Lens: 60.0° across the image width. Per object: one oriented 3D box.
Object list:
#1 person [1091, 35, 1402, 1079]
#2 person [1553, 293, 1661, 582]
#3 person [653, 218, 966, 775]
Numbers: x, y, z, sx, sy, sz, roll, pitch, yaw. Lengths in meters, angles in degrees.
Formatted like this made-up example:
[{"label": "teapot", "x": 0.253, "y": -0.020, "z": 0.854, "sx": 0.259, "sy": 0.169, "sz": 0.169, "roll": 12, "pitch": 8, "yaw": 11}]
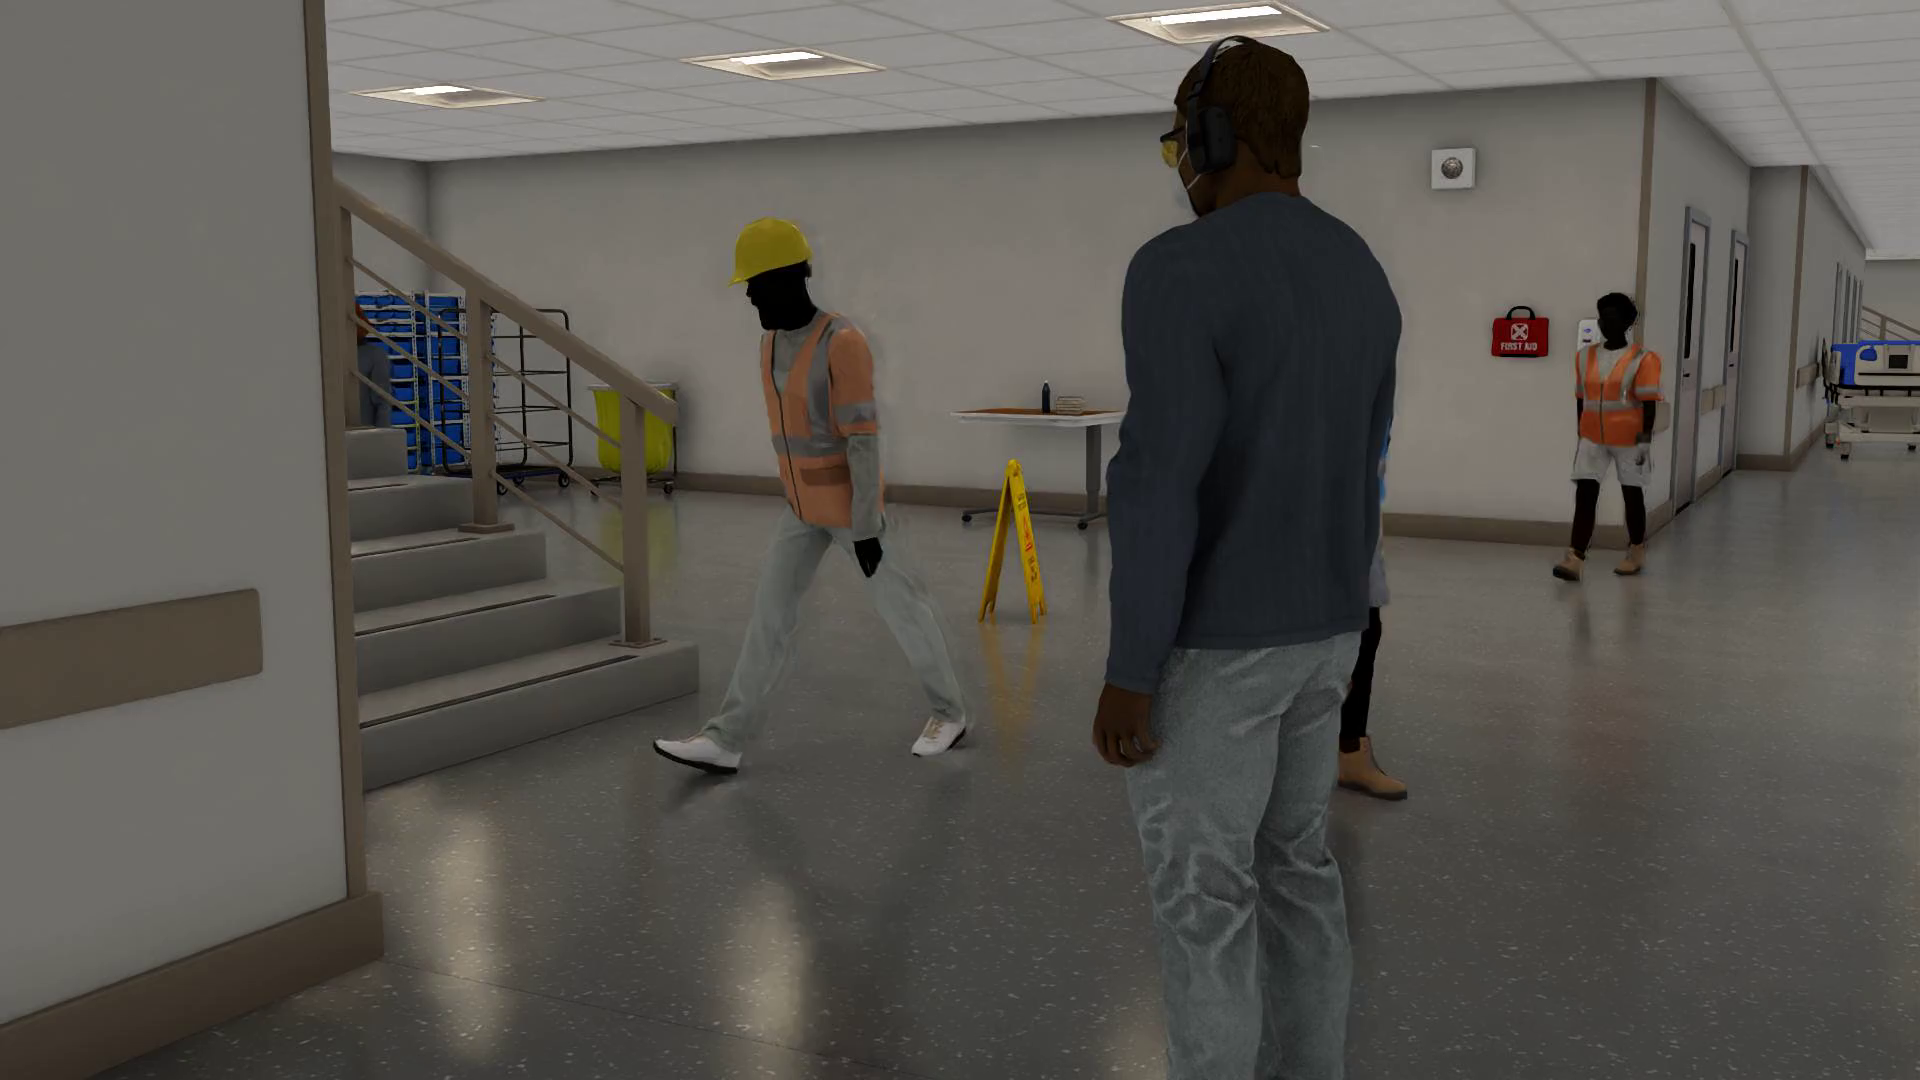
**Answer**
[{"label": "person", "x": 0.463, "y": 0.171, "z": 2.690, "sx": 0.381, "sy": 1.928, "sz": 0.634, "roll": 7, "pitch": 10, "yaw": 43}, {"label": "person", "x": 3.731, "y": -0.582, "z": 9.520, "sx": 0.885, "sy": 1.643, "sz": 0.544, "roll": -7, "pitch": 10, "yaw": -43}, {"label": "person", "x": -0.440, "y": -0.135, "z": 5.503, "sx": 1.153, "sy": 1.814, "sz": 0.599, "roll": -6, "pitch": 9, "yaw": -38}]
